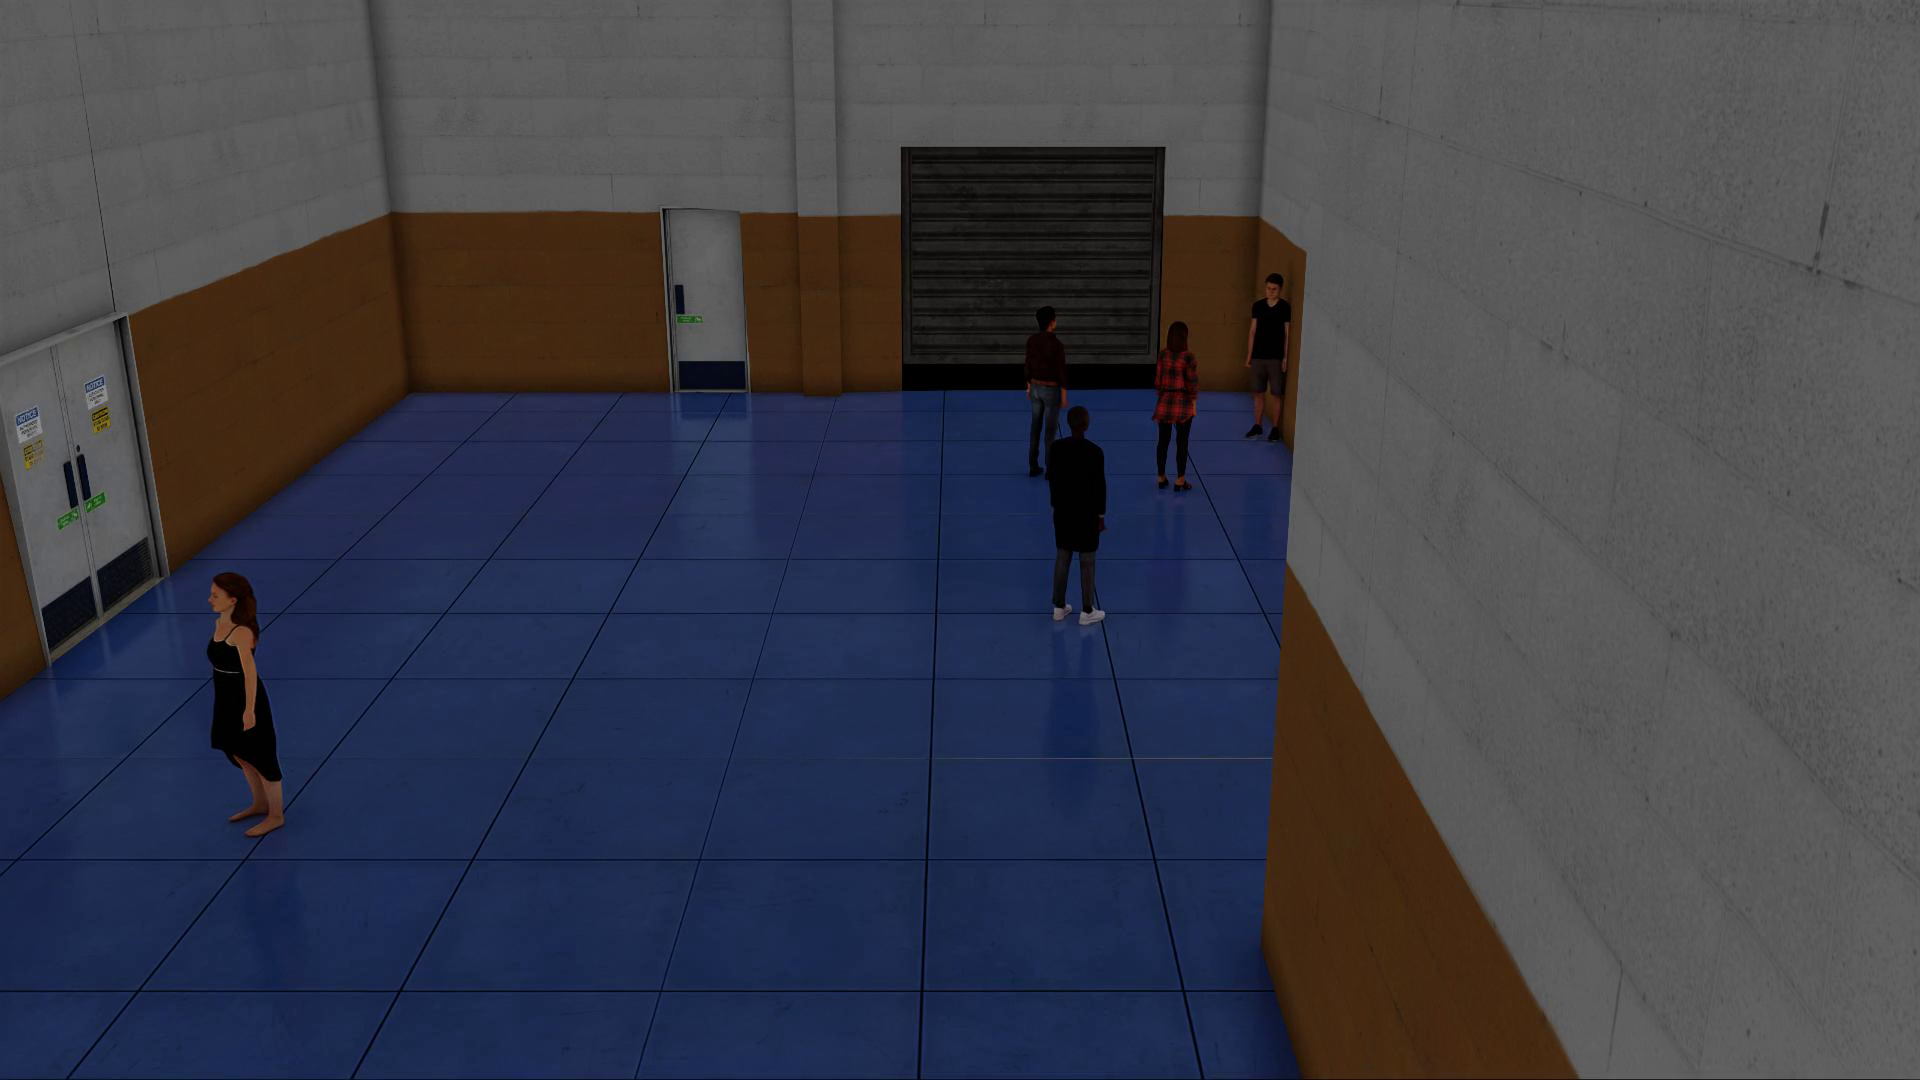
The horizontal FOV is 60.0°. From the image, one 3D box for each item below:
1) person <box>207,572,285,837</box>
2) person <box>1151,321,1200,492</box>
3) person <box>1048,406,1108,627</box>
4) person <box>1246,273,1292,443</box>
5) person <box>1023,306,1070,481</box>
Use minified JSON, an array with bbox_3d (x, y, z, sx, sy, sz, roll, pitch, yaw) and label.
[{"bbox_3d":[-4.253,0.963,9.888,0.742,1.624,0.688,-16,24,-39],"label":"person"},{"bbox_3d":[2.146,-1.339,16.594,0.677,1.702,0.768,13,23,34],"label":"person"},{"bbox_3d":[0.914,-0.201,13.125,0.674,1.761,0.787,11,22,30],"label":"person"},{"bbox_3d":[3.443,-2.040,18.424,0.723,1.862,0.819,13,22,33],"label":"person"},{"bbox_3d":[0.867,-1.504,16.958,0.683,1.781,0.781,14,23,36],"label":"person"}]
